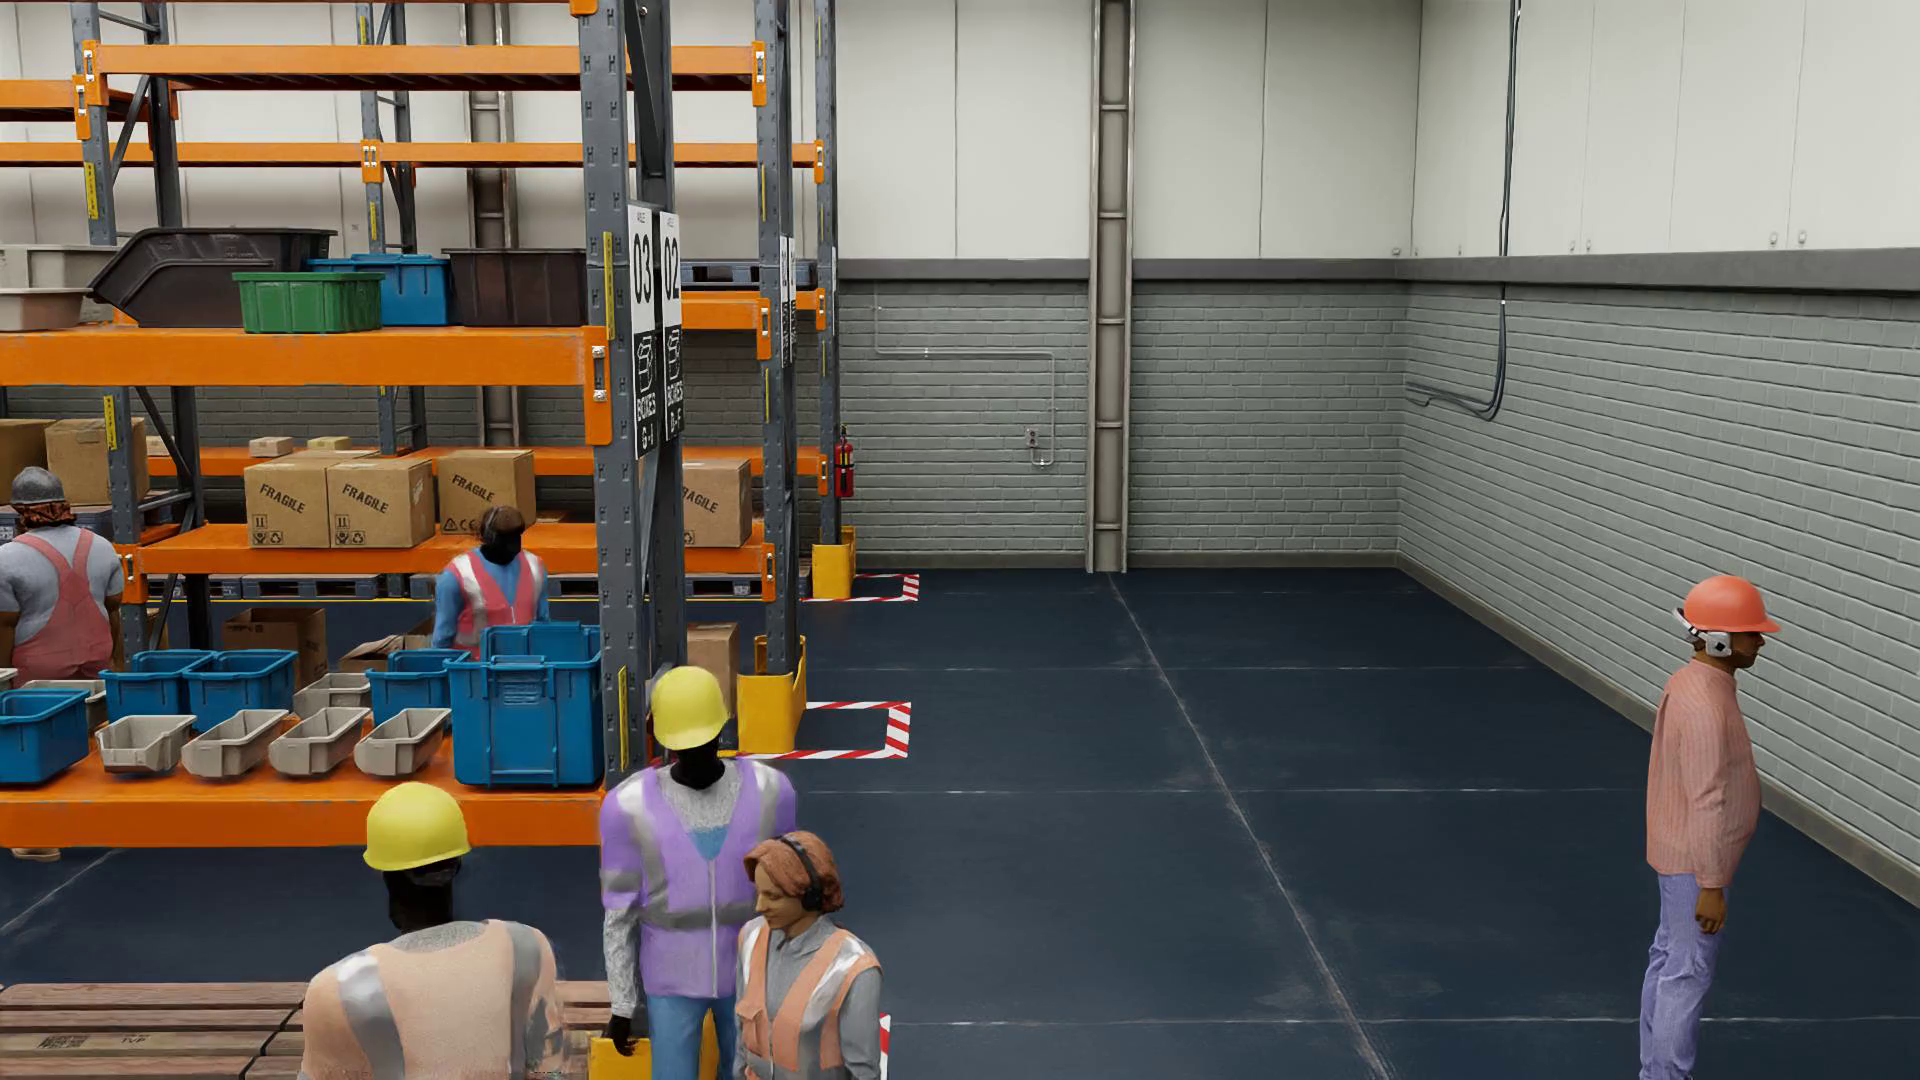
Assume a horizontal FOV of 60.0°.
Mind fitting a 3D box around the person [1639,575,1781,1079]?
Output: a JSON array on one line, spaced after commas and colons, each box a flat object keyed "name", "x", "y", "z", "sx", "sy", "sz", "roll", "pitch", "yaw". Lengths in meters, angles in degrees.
[{"name": "person", "x": 2.583, "y": 1.105, "z": 5.791, "sx": 0.378, "sy": 1.995, "sz": 0.609, "roll": 3, "pitch": 10, "yaw": 16}]

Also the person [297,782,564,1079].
[{"name": "person", "x": -1.174, "y": 1.487, "z": 3.821, "sx": 0.986, "sy": 1.882, "sz": 0.578, "roll": 8, "pitch": 12, "yaw": 42}]

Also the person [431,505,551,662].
[{"name": "person", "x": -2.571, "y": 0.679, "z": 9.031, "sx": 0.827, "sy": 1.801, "sz": 0.662, "roll": 9, "pitch": 13, "yaw": 42}]

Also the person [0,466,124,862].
[{"name": "person", "x": -4.717, "y": 0.619, "z": 8.630, "sx": 0.535, "sy": 2.000, "sz": 0.683, "roll": 5, "pitch": 11, "yaw": 28}]

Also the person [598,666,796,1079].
[{"name": "person", "x": -0.754, "y": 1.292, "z": 4.973, "sx": 0.617, "sy": 1.909, "sz": 0.460, "roll": -3, "pitch": 10, "yaw": -20}]

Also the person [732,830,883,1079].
[{"name": "person", "x": -0.389, "y": 1.533, "z": 4.286, "sx": 0.524, "sy": 1.632, "sz": 0.317, "roll": 8, "pitch": 12, "yaw": 42}]
